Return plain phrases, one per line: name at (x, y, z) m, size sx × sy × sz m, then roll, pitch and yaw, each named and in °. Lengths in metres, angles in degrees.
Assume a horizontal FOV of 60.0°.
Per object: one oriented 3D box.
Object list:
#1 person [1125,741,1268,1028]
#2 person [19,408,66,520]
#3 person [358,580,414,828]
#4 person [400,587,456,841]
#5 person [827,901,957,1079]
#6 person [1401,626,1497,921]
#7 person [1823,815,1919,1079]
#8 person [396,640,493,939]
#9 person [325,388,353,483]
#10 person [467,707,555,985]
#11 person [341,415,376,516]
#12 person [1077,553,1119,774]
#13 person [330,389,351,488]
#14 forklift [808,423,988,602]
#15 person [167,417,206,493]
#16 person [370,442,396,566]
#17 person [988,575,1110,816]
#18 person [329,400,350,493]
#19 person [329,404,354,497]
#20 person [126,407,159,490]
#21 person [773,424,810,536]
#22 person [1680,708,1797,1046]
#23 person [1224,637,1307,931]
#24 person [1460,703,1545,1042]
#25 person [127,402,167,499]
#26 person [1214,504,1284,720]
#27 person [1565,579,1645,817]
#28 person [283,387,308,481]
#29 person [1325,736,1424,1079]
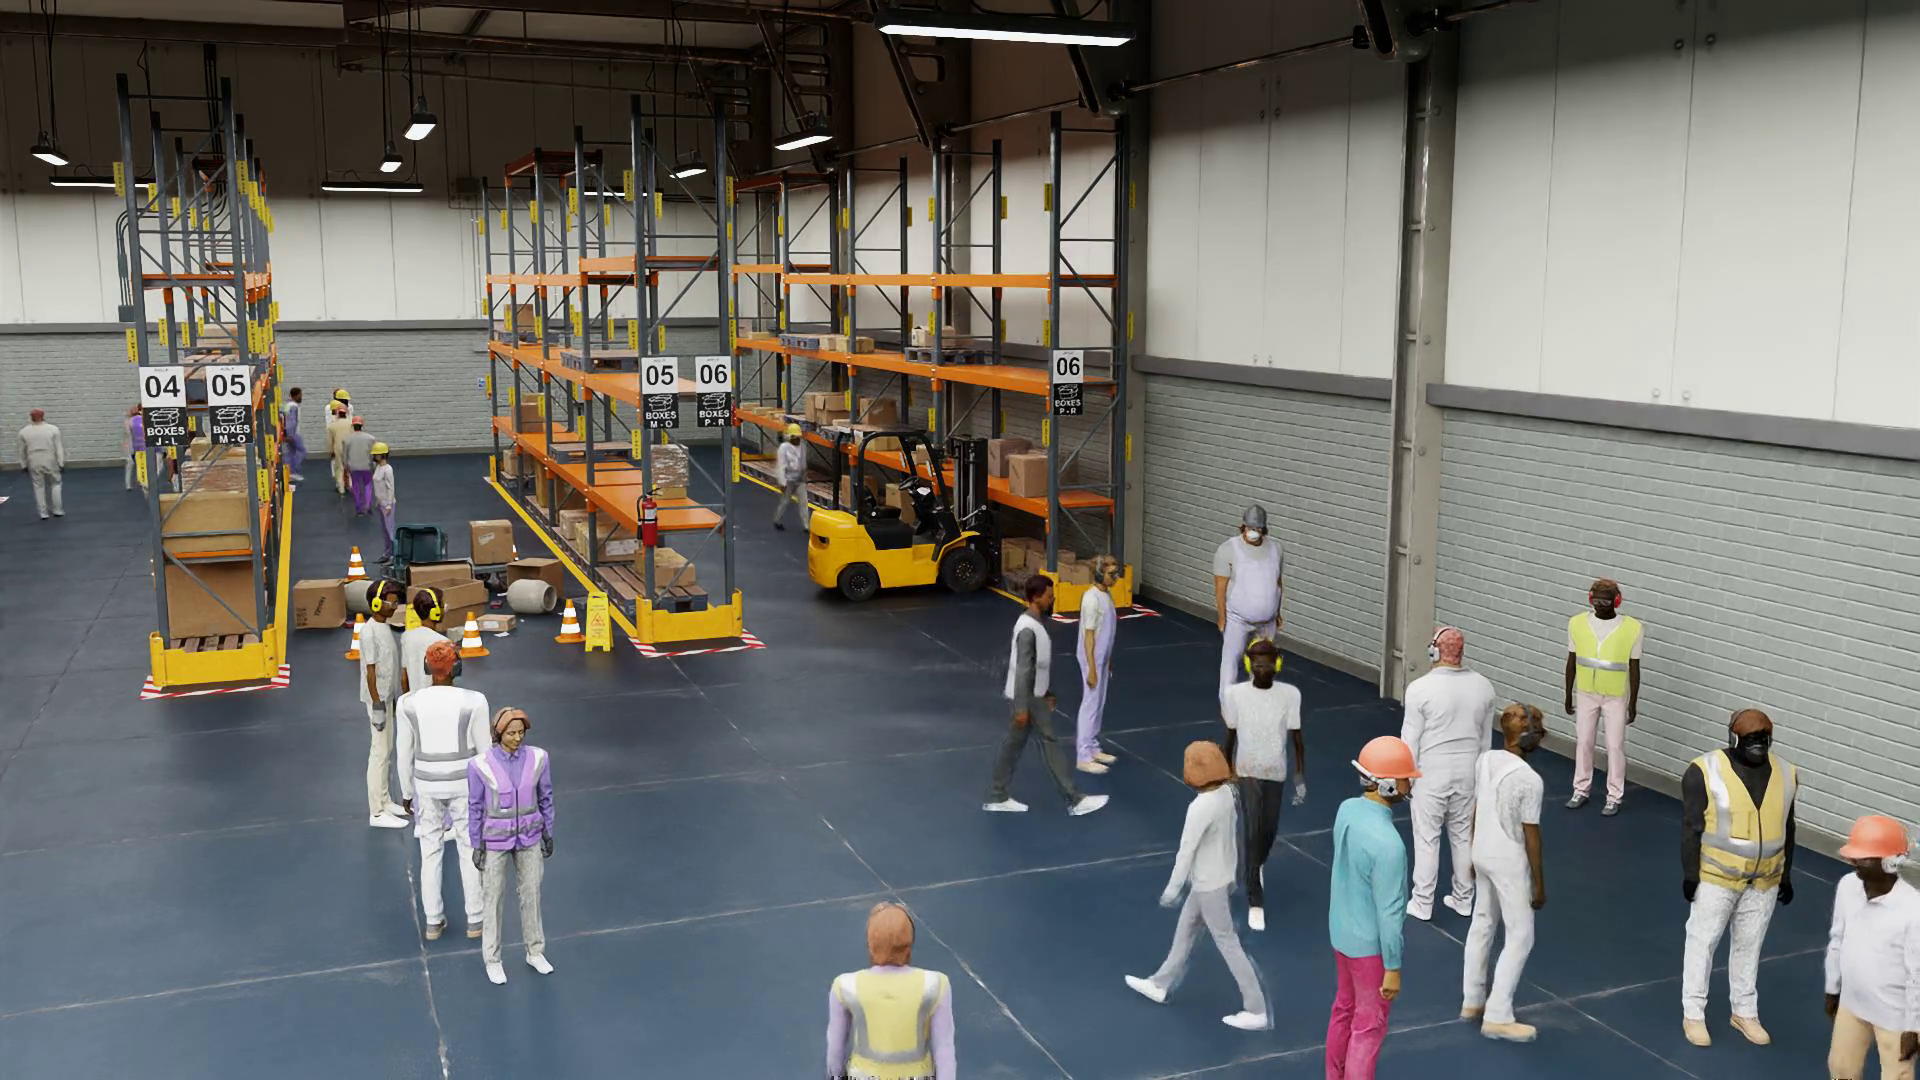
person at (1.335, 1.888, 9.190) m, size 0.870 × 1.581 × 0.499 m, roll 4°, pitch 10°, yaw 25°
person at (-15.599, -1.306, 28.316) m, size 0.680 × 1.889 × 0.658 m, roll -3°, pitch 9°, yaw -17°
person at (-4.331, 1.220, 12.523) m, size 0.328 × 1.865 × 0.519 m, roll -1°, pitch 9°, yaw -8°
person at (-3.864, 1.270, 12.187) m, size 0.521 × 1.873 × 0.334 m, roll 6°, pitch 11°, yaw 32°
person at (-0.282, 2.255, 6.846) m, size 0.524 × 1.589 × 0.860 m, roll -1°, pitch 9°, yaw -3°
person at (3.107, 1.496, 10.705) m, size 0.636 × 1.899 × 0.400 m, roll -3°, pitch 9°, yaw -18°
person at (4.108, 2.083, 7.495) m, size 0.403 × 1.735 × 0.559 m, roll -2°, pitch 9°, yaw -13°
person at (-3.190, 1.553, 10.365) m, size 0.584 × 1.882 × 0.337 m, roll -1°, pitch 9°, yaw -4°
person at (-12.408, -2.095, 33.330) m, size 0.577 × 1.882 × 0.349 m, roll -9°, pitch 13°, yaw -44°
person at (-2.629, 1.776, 9.762) m, size 0.515 × 1.634 × 0.312 m, roll -6°, pitch 11°, yaw -33°
person at (-10.360, -1.283, 28.681) m, size 0.566 × 1.736 × 0.385 m, roll -4°, pitch 10°, yaw -22°
person at (1.153, 1.015, 13.882) m, size 0.338 × 1.845 × 0.508 m, roll 3°, pitch 10°, yaw 19°
person at (-12.014, -1.971, 32.410) m, size 0.388 × 1.926 × 0.590 m, roll 1°, pitch 9°, yaw 9°
forklift at (-0.830, -0.399, 21.676) m, size 2.313 × 2.155 × 1.214 m, roll -4°, pitch 10°, yaw -21°
person at (-12.414, -1.114, 26.722) m, size 0.405 × 2.029 × 0.607 m, roll 9°, pitch 13°, yaw 44°
person at (-8.224, -0.510, 23.721) m, size 0.310 × 1.768 × 0.533 m, roll -7°, pitch 11°, yaw -37°
person at (0.660, 1.189, 12.684) m, size 0.966 × 1.868 × 0.618 m, roll 1°, pitch 9°, yaw 6°
person at (-11.848, -1.784, 31.752) m, size 0.317 × 1.765 × 0.522 m, roll -3°, pitch 10°, yaw -21°
person at (-11.522, -1.683, 31.192) m, size 0.606 × 1.726 × 0.619 m, roll 0°, pitch 9°, yaw 2°
person at (-15.882, -1.780, 32.213) m, size 0.592 × 1.601 × 0.779 m, roll 3°, pitch 9°, yaw 17°
person at (-2.693, -0.977, 26.591) m, size 0.606 × 1.791 × 0.919 m, roll -8°, pitch 12°, yaw -43°
person at (4.180, 1.801, 8.935) m, size 0.619 × 1.845 × 0.430 m, roll 0°, pitch 9°, yaw -2°
person at (1.972, 1.511, 10.811) m, size 0.520 × 1.842 × 0.853 m, roll 0°, pitch 9°, yaw 3°
person at (2.972, 1.788, 9.067) m, size 0.373 × 1.834 × 0.510 m, roll -3°, pitch 10°, yaw -19°
person at (-15.022, -1.652, 30.721) m, size 0.674 × 1.825 × 0.510 m, roll 0°, pitch 9°, yaw -1°
person at (2.725, 0.664, 15.470) m, size 0.683 × 2.000 × 0.536 m, roll -2°, pitch 9°, yaw -15°
person at (4.937, 1.195, 12.784) m, size 0.560 × 1.837 × 0.389 m, roll 7°, pitch 11°, yaw 36°
person at (-13.378, -2.112, 33.413) m, size 0.495 × 1.891 × 0.631 m, roll -7°, pitch 11°, yaw -35°
person at (1.965, 1.897, 7.903) m, size 0.405 × 1.987 × 0.608 m, roll -2°, pitch 9°, yaw -10°
